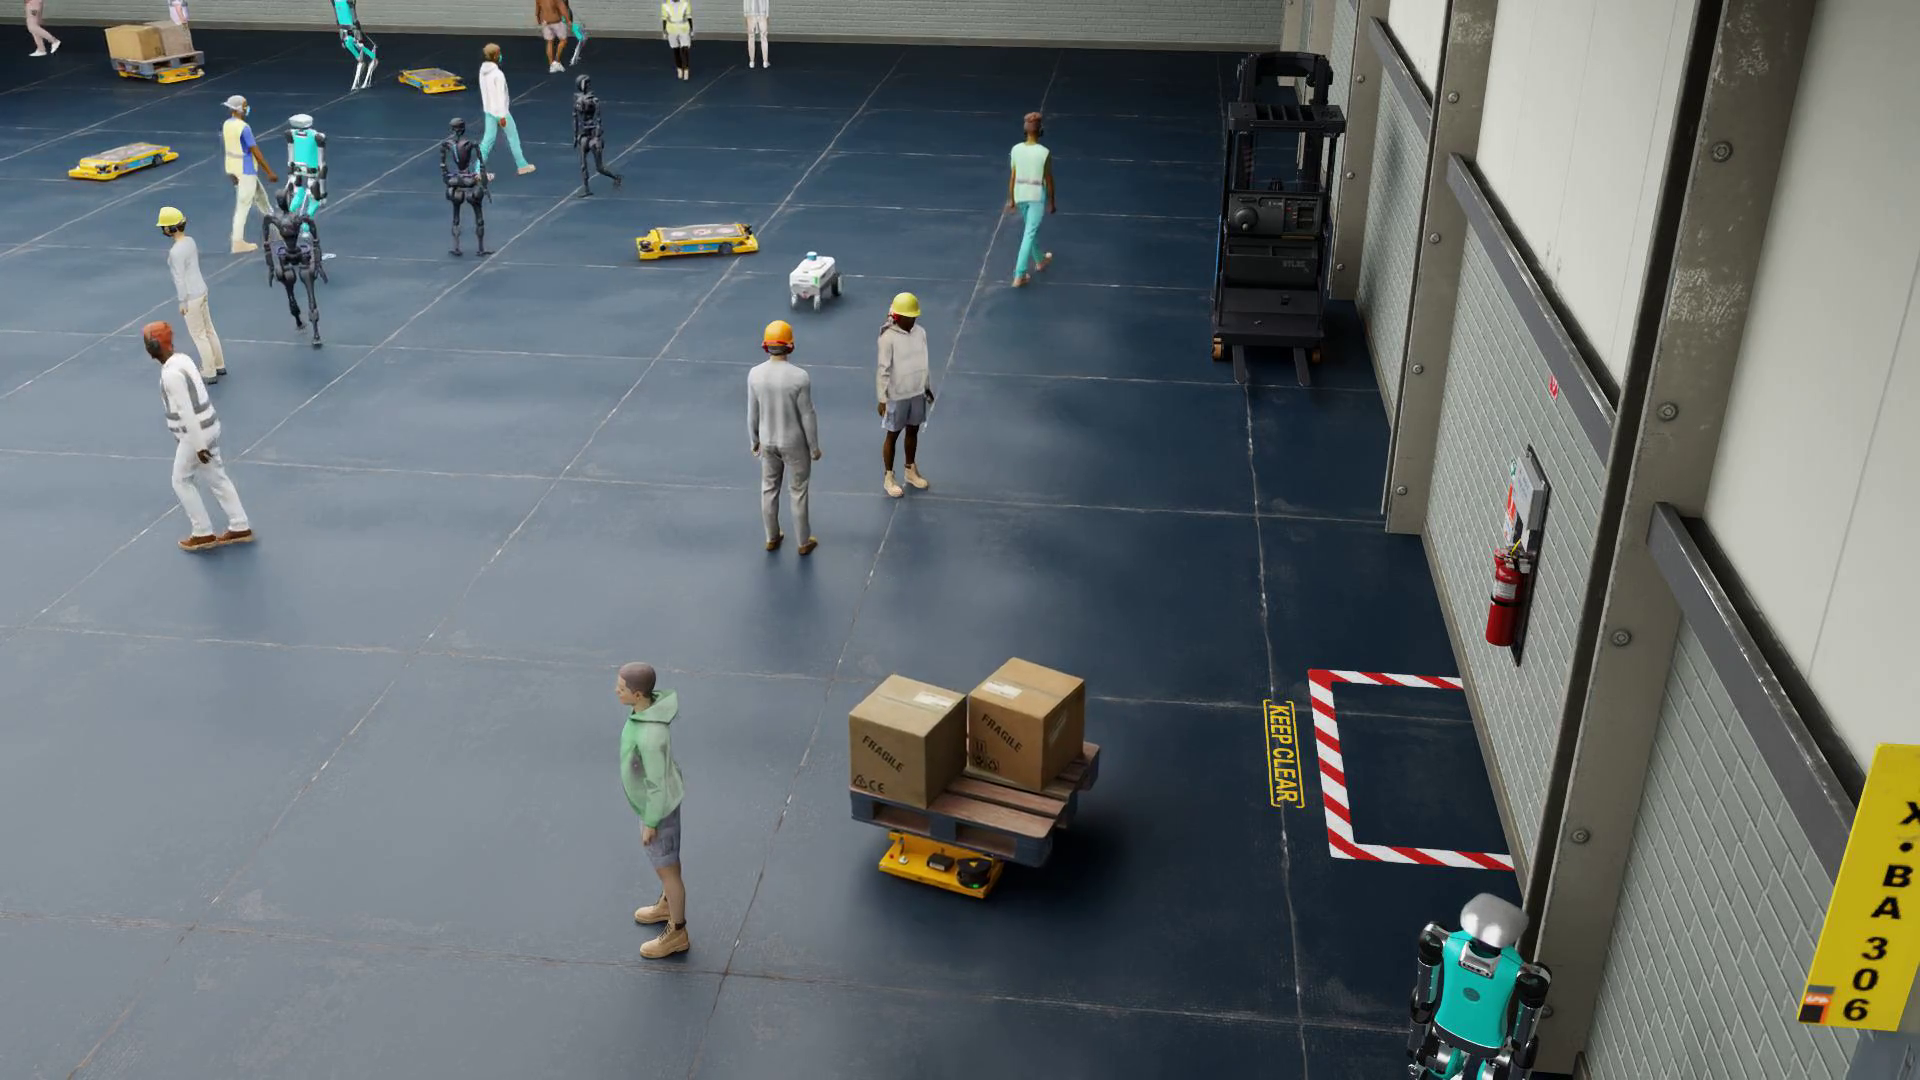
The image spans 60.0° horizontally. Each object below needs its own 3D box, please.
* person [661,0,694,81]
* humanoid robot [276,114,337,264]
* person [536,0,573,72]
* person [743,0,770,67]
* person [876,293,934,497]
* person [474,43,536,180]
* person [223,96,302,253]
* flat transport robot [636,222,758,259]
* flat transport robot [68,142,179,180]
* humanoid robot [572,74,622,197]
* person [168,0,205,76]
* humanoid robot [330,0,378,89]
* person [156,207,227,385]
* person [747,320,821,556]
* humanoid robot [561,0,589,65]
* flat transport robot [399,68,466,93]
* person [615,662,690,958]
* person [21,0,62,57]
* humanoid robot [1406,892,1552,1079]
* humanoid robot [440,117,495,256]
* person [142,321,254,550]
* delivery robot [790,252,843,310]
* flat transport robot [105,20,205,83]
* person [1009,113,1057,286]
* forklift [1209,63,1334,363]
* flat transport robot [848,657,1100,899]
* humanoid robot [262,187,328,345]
[{"bbox_3d":[-5.019,-8.994,29.526,0.548,1.657,0.804,-2,27,-4],"label":"person"},{"bbox_3d":[-7.852,-4.060,19.646,0.532,1.777,0.876,10,28,19],"label":"humanoid robot"},{"bbox_3d":[-7.410,-9.450,30.250,0.817,1.832,0.469,10,28,19],"label":"person"},{"bbox_3d":[-3.748,-9.673,30.669,0.495,1.870,0.397,-3,27,-6],"label":"person"},{"bbox_3d":[-0.474,-1.239,13.942,0.556,1.760,0.410,-20,33,-34],"label":"person"},{"bbox_3d":[-6.534,-6.027,23.387,0.504,1.871,0.978,19,32,33],"label":"person"},{"bbox_3d":[-8.634,-4.493,20.354,1.006,1.842,0.545,-22,34,-37],"label":"person"},{"bbox_3d":[-3.244,-3.686,20.497,1.431,0.231,0.659,-6,27,-12],"label":"flat transport robot"},{"bbox_3d":[-12.120,-5.495,24.108,0.659,0.231,1.431,9,28,17],"label":"flat transport robot"},{"bbox_3d":[-4.984,-5.515,22.602,0.589,1.630,0.675,19,32,33],"label":"humanoid robot"},{"bbox_3d":[-14.012,-9.414,29.956,0.376,2.043,0.606,-13,29,-24],"label":"person"},{"bbox_3d":[-10.442,-8.722,28.915,0.537,1.805,0.670,14,30,27],"label":"humanoid robot"},{"bbox_3d":[-7.523,-2.384,16.236,0.333,1.757,0.515,-4,27,-7],"label":"person"},{"bbox_3d":[-1.365,-0.785,12.903,0.571,1.889,0.389,8,28,15],"label":"person"},{"bbox_3d":[-7.179,-9.736,30.967,0.763,1.815,0.532,-13,29,-24],"label":"humanoid robot"},{"bbox_3d":[-9.308,-8.093,29.295,0.659,0.231,1.431,-19,32,-33],"label":"flat transport robot"},{"bbox_3d":[-1.598,1.394,8.709,0.338,1.743,0.473,-5,27,-11],"label":"person"},{"bbox_3d":[-17.590,-10.147,31.580,0.486,1.889,0.653,-14,30,-26],"label":"person"},{"bbox_3d":[2.238,2.122,7.118,0.533,1.674,0.735,17,31,31],"label":"humanoid robot"},{"bbox_3d":[-5.971,-4.255,20.065,0.585,1.645,0.373,2,27,4],"label":"humanoid robot"},{"bbox_3d":[-5.996,-0.813,13.000,0.652,1.843,0.608,-4,27,-8],"label":"person"},{"bbox_3d":[-1.645,-2.945,18.669,0.499,0.568,0.747,6,27,12],"label":"delivery robot"},{"bbox_3d":[-14.444,-8.434,29.976,1.431,0.231,0.659,16,31,28],"label":"flat transport robot"},{"bbox_3d":[0.862,-3.965,19.208,0.504,1.920,1.007,15,30,28],"label":"person"},{"bbox_3d":[3.241,-3.477,17.183,1.129,2.768,1.873,3,27,6],"label":"forklift"},{"bbox_3d":[0.115,1.595,9.955,0.659,0.231,1.431,11,29,21],"label":"flat transport robot"},{"bbox_3d":[-6.926,-2.871,17.338,0.590,1.656,0.575,-7,27,-14],"label":"humanoid robot"}]
